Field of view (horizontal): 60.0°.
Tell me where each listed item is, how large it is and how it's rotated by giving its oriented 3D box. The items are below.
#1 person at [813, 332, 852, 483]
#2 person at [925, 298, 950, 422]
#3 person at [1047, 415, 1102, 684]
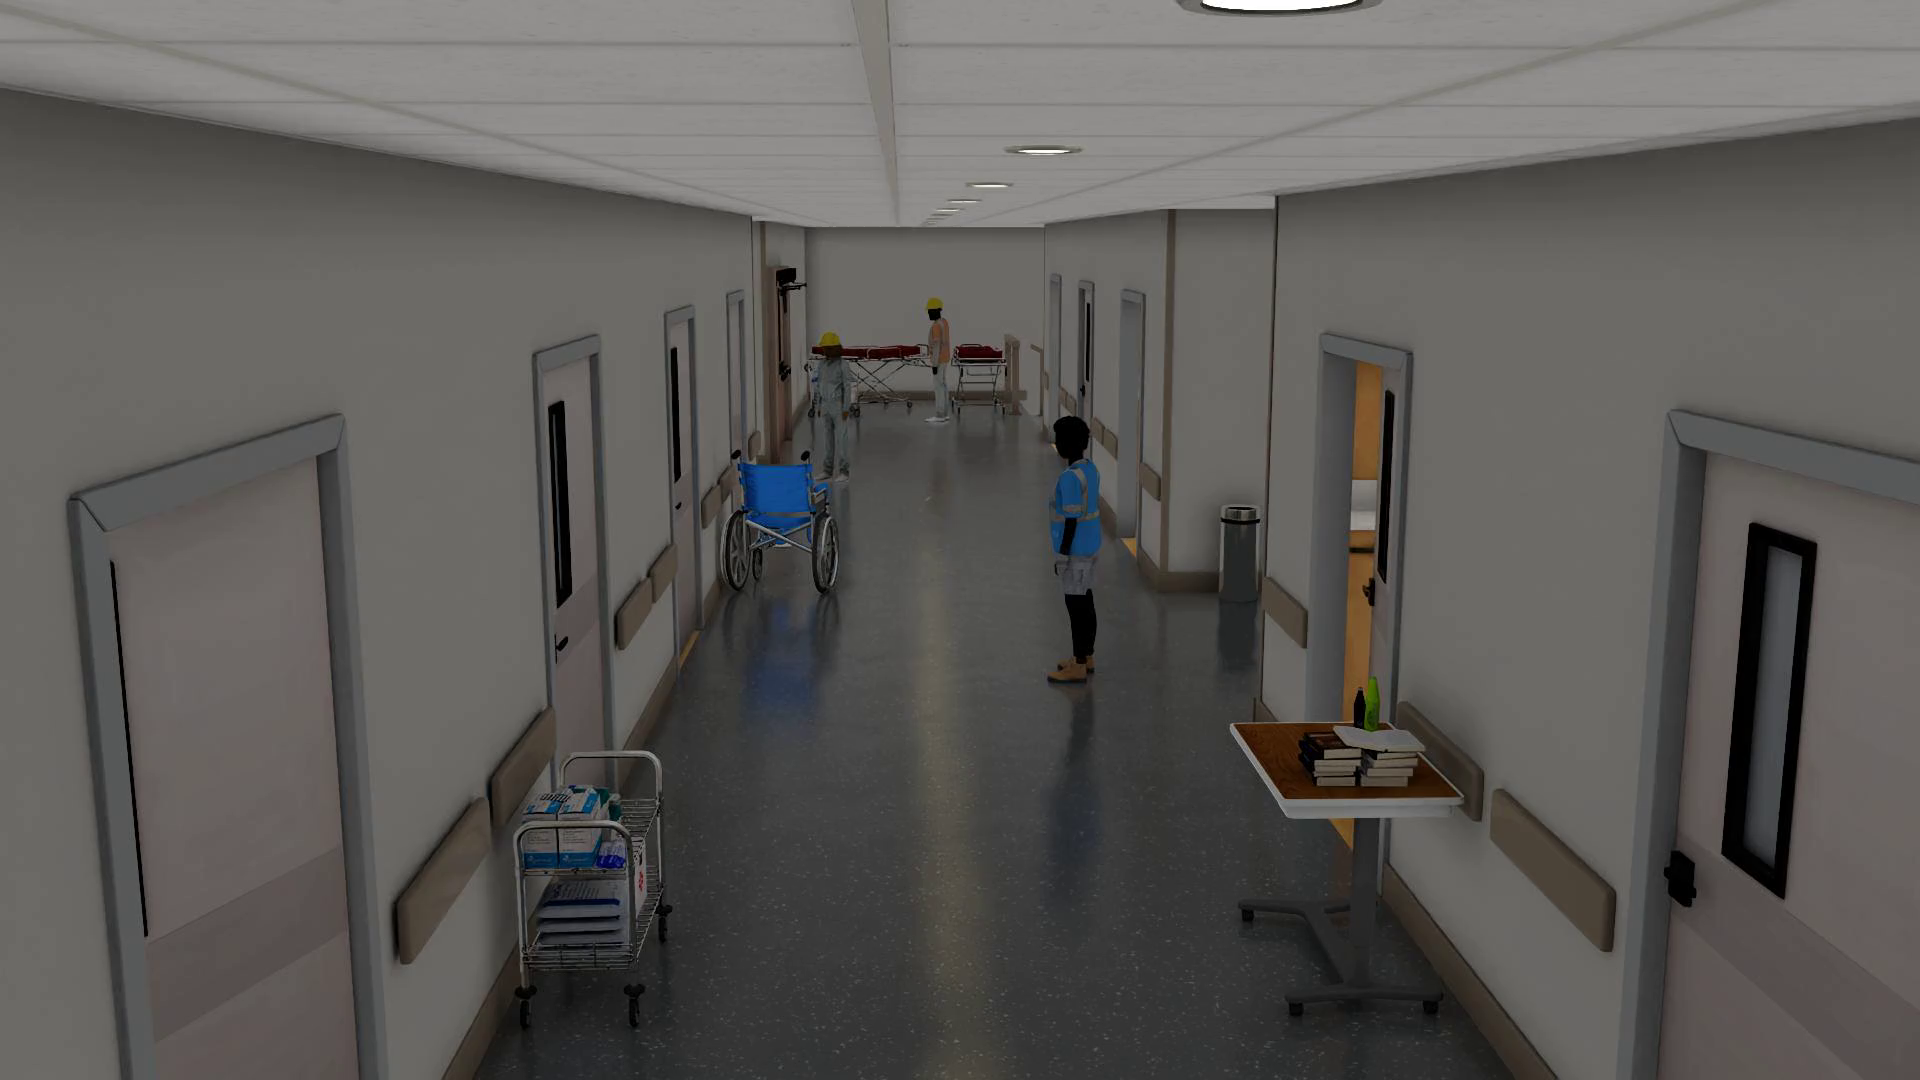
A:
[{"bbox_3d":[-1.472,-1.527,19.205,0.487,1.741,0.313,8,13,38],"label":"person"},{"bbox_3d":[-0.353,-2.775,25.666,0.393,1.918,0.585,2,10,11],"label":"person"},{"bbox_3d":[0.723,0.059,10.500,0.320,1.693,0.531,3,11,18],"label":"person"}]
